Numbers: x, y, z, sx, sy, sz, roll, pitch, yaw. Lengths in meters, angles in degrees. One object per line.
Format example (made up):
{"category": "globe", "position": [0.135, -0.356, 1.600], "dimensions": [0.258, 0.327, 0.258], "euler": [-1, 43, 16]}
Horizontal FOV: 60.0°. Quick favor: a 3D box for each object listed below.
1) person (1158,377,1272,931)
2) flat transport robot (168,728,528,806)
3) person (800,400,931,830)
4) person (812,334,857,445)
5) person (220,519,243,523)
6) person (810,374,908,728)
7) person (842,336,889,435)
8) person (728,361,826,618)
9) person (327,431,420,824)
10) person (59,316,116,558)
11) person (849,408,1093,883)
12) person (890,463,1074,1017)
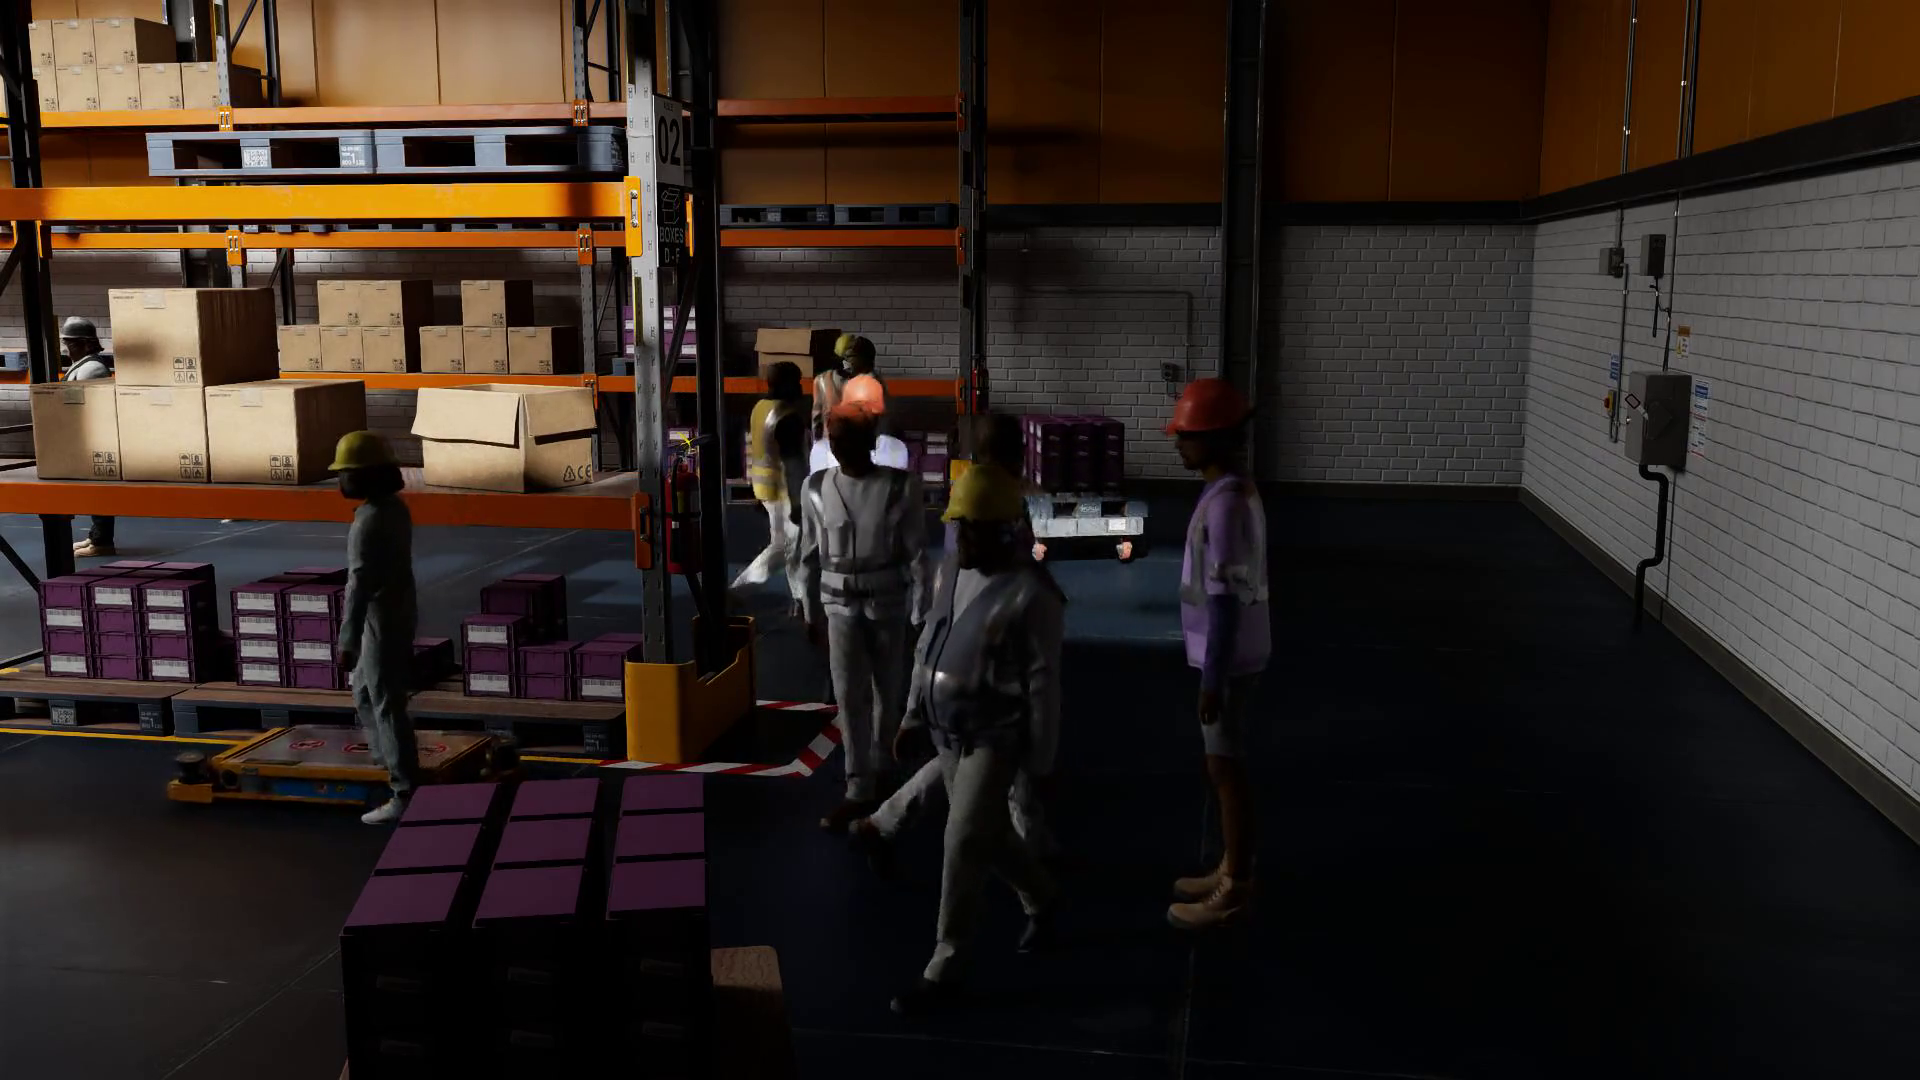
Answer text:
{"category": "person", "position": [0.929, 0.421, 6.134], "dimensions": [0.432, 2.033, 0.604], "euler": [1, 9, 8]}
{"category": "flat transport robot", "position": [-2.805, 1.045, 7.675], "dimensions": [1.431, 0.197, 0.652], "euler": [1, 9, 9]}
{"category": "person", "position": [-0.407, 0.309, 7.373], "dimensions": [0.633, 1.858, 0.715], "euler": [1, 9, 9]}
{"category": "person", "position": [-0.973, -0.821, 14.248], "dimensions": [0.601, 1.892, 0.601], "euler": [1, 9, 5]}
{"category": "person", "position": [-6.947, -0.970, 16.041], "dimensions": [0.568, 1.623, 0.382], "euler": [-1, 9, -5]}
{"category": "person", "position": [-0.555, 0.040, 8.991], "dimensions": [0.569, 1.885, 0.967], "euler": [-3, 10, -16]}
{"category": "person", "position": [-0.708, -0.579, 12.635], "dimensions": [0.368, 1.933, 0.632], "euler": [-1, 9, -5]}
{"category": "person", "position": [-1.267, -0.315, 11.362], "dimensions": [0.807, 1.818, 0.628], "euler": [-4, 10, -24]}
{"category": "person", "position": [-2.577, 0.390, 7.193], "dimensions": [0.491, 1.726, 0.514], "euler": [0, 9, -2]}
{"category": "person", "position": [-7.449, -0.877, 14.123], "dimensions": [0.538, 2.000, 0.683], "euler": [-5, 10, -28]}
{"category": "person", "position": [0.036, 0.435, 6.476], "dimensions": [0.936, 1.891, 0.638], "euler": [-2, 9, -12]}
{"category": "person", "position": [0.104, 0.621, 5.591], "dimensions": [0.843, 1.796, 0.593], "euler": [-6, 11, -35]}
